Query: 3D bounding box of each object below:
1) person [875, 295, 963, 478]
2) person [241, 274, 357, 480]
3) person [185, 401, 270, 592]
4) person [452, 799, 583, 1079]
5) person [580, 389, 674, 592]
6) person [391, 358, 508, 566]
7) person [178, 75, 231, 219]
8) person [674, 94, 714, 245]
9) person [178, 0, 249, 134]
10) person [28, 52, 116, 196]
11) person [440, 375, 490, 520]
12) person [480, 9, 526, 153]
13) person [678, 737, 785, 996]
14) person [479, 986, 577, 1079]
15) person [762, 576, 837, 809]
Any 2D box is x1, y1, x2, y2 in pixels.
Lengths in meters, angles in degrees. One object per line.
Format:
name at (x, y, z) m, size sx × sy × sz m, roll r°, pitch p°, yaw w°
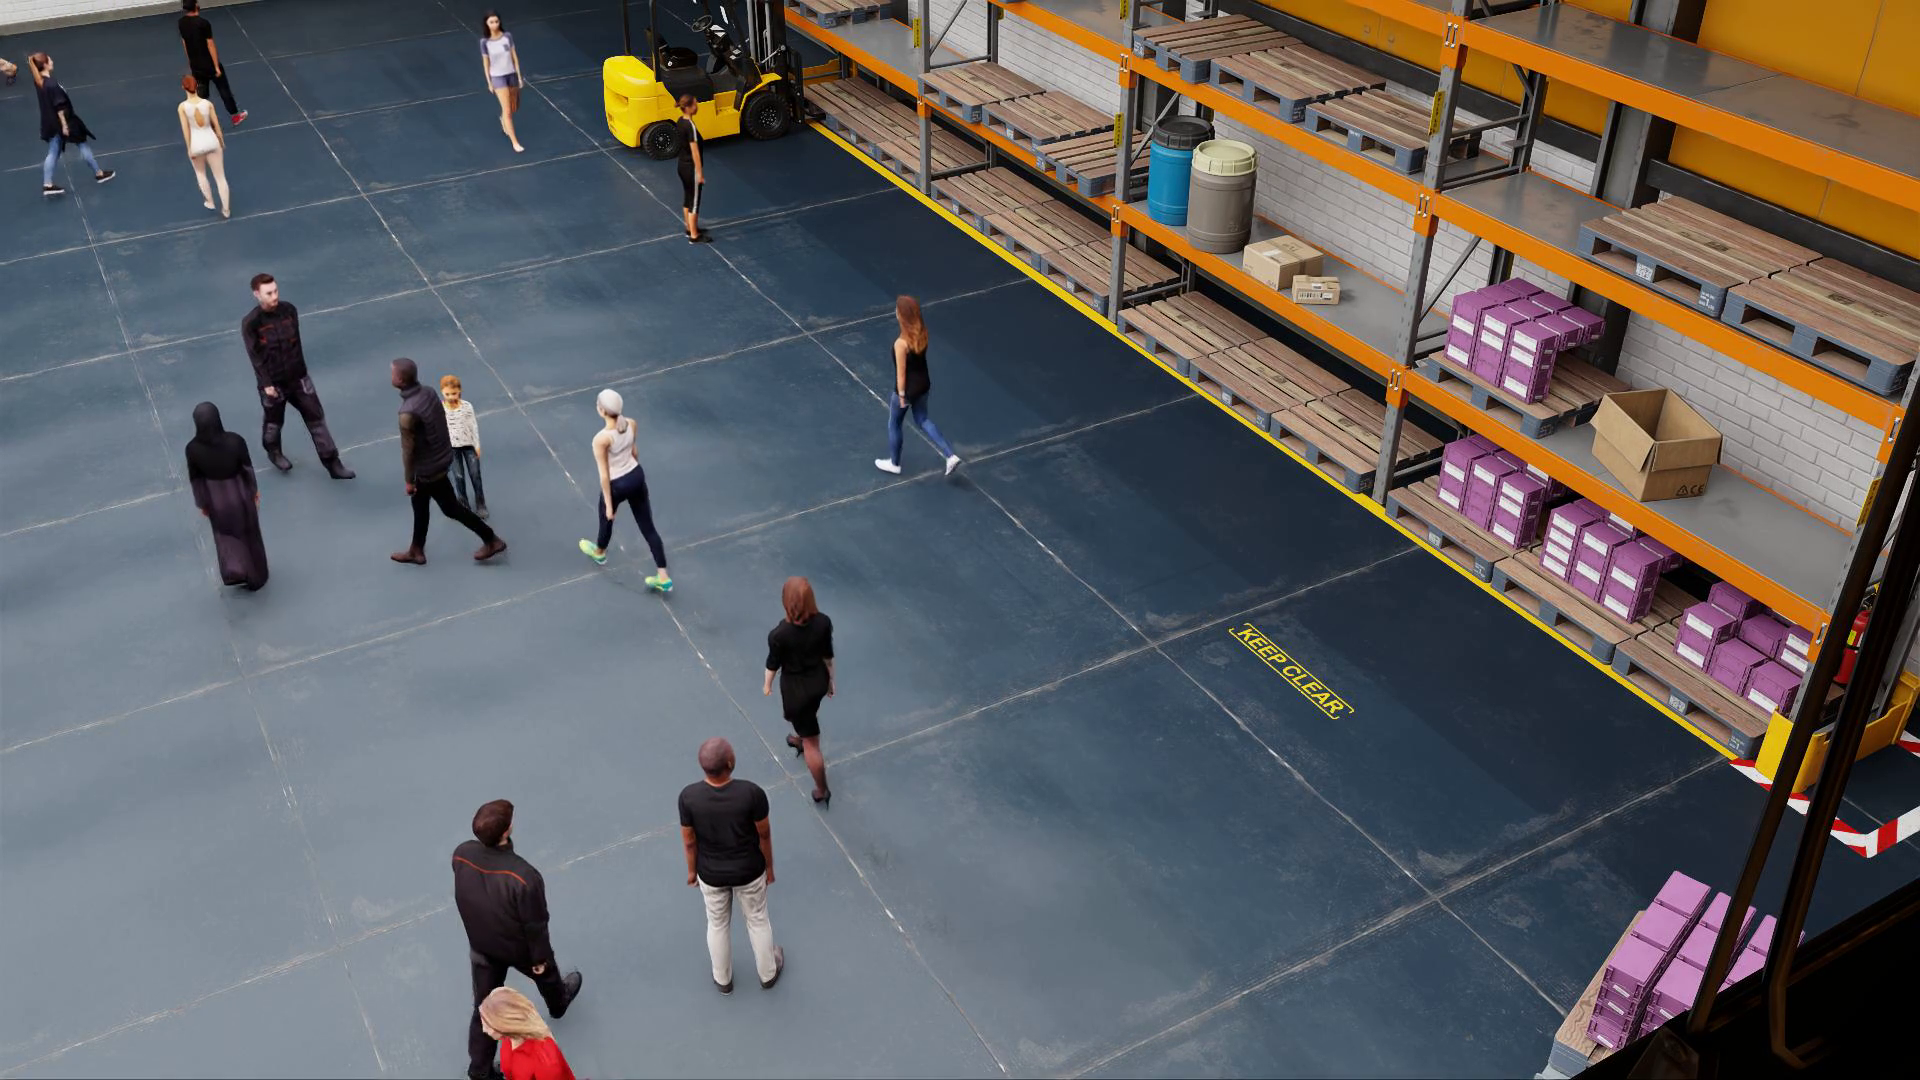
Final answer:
person at (-0.343, -1.256, 14.044) m, size 1.080 × 1.696 × 0.830 m, roll 22°, pitch 39°, yaw 29°
person at (-5.775, -1.363, 14.047) m, size 1.296 × 1.870 × 0.966 m, roll 25°, pitch 41°, yaw 32°
person at (-5.579, -0.294, 12.679) m, size 0.697 × 1.605 × 0.818 m, roll -10°, pitch 35°, yaw -14°
person at (-2.450, 2.183, 8.780) m, size 1.211 × 1.795 × 1.282 m, roll 8°, pitch 34°, yaw 11°
person at (-2.496, -0.336, 12.701) m, size 1.275 × 1.649 × 0.951 m, roll 23°, pitch 40°, yaw 30°
person at (-4.012, -0.556, 12.901) m, size 1.122 × 1.795 × 1.221 m, roll -3°, pitch 34°, yaw -4°
person at (-8.560, -4.436, 18.890) m, size 0.573 × 1.627 × 0.707 m, roll -19°, pitch 38°, yaw -26°
person at (-2.979, -4.101, 18.350) m, size 0.647 × 1.668 × 0.475 m, roll -15°, pitch 36°, yaw -21°
person at (-9.647, -6.008, 21.161) m, size 0.999 × 1.732 × 1.087 m, roll 6°, pitch 34°, yaw 9°
person at (-10.630, -4.829, 19.470) m, size 1.140 × 1.639 × 1.006 m, roll 21°, pitch 39°, yaw 28°
person at (-4.093, -0.768, 13.654) m, size 0.508 × 1.314 × 0.538 m, roll -9°, pitch 35°, yaw -13°
person at (-5.738, -5.793, 20.854) m, size 0.686 × 1.713 × 1.069 m, roll -23°, pitch 40°, yaw -31°
person at (-1.282, 1.841, 9.288) m, size 0.747 × 1.803 × 0.749 m, roll -3°, pitch 34°, yaw -4°
person at (-1.915, 2.733, 8.086) m, size 1.063 × 1.647 × 0.989 m, roll 22°, pitch 39°, yaw 29°
person at (-0.951, 1.019, 10.637) m, size 0.643 × 1.679 × 0.960 m, roll -22°, pitch 39°, yaw -29°
